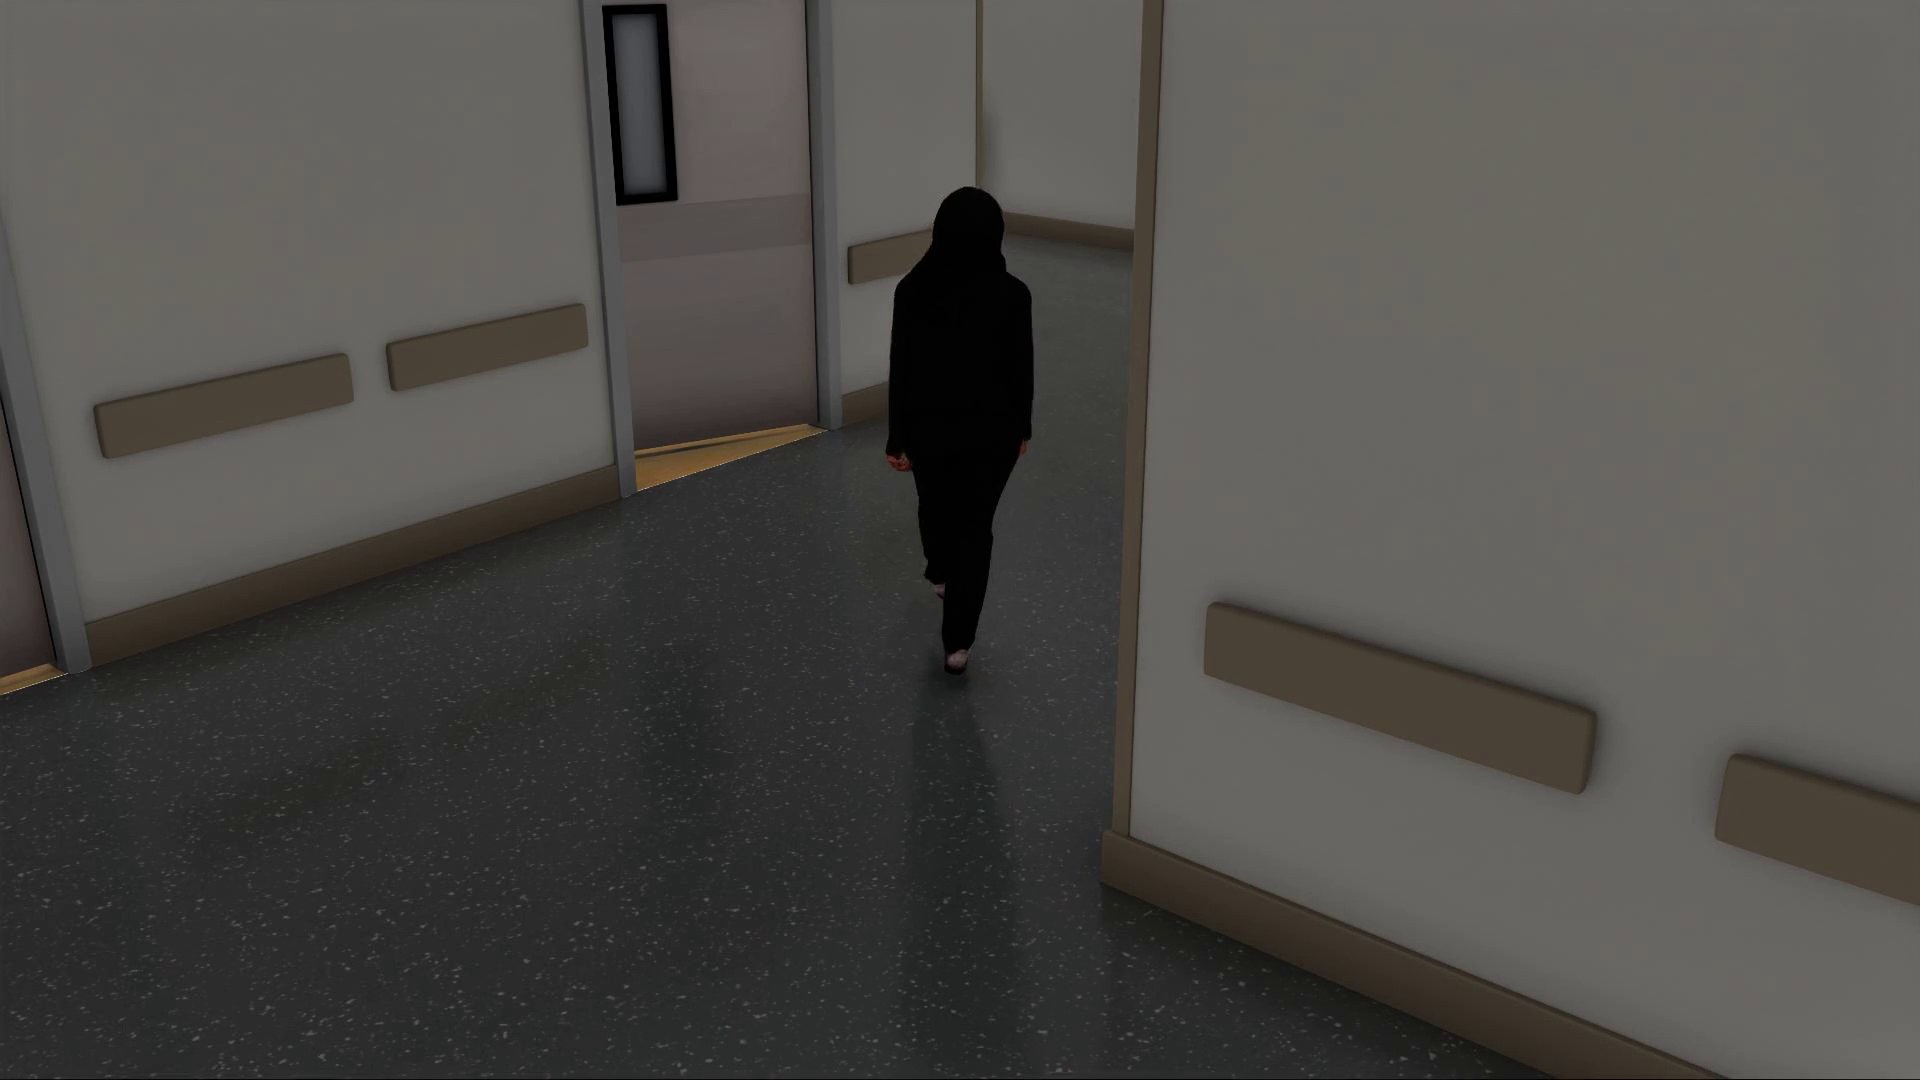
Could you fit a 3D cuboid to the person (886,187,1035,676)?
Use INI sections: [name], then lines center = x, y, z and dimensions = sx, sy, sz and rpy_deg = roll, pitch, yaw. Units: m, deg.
[person]
center = 0.006, -0.316, 5.535
dimensions = 1.047, 1.563, 1.181
rpy_deg = 0, 21, 1
